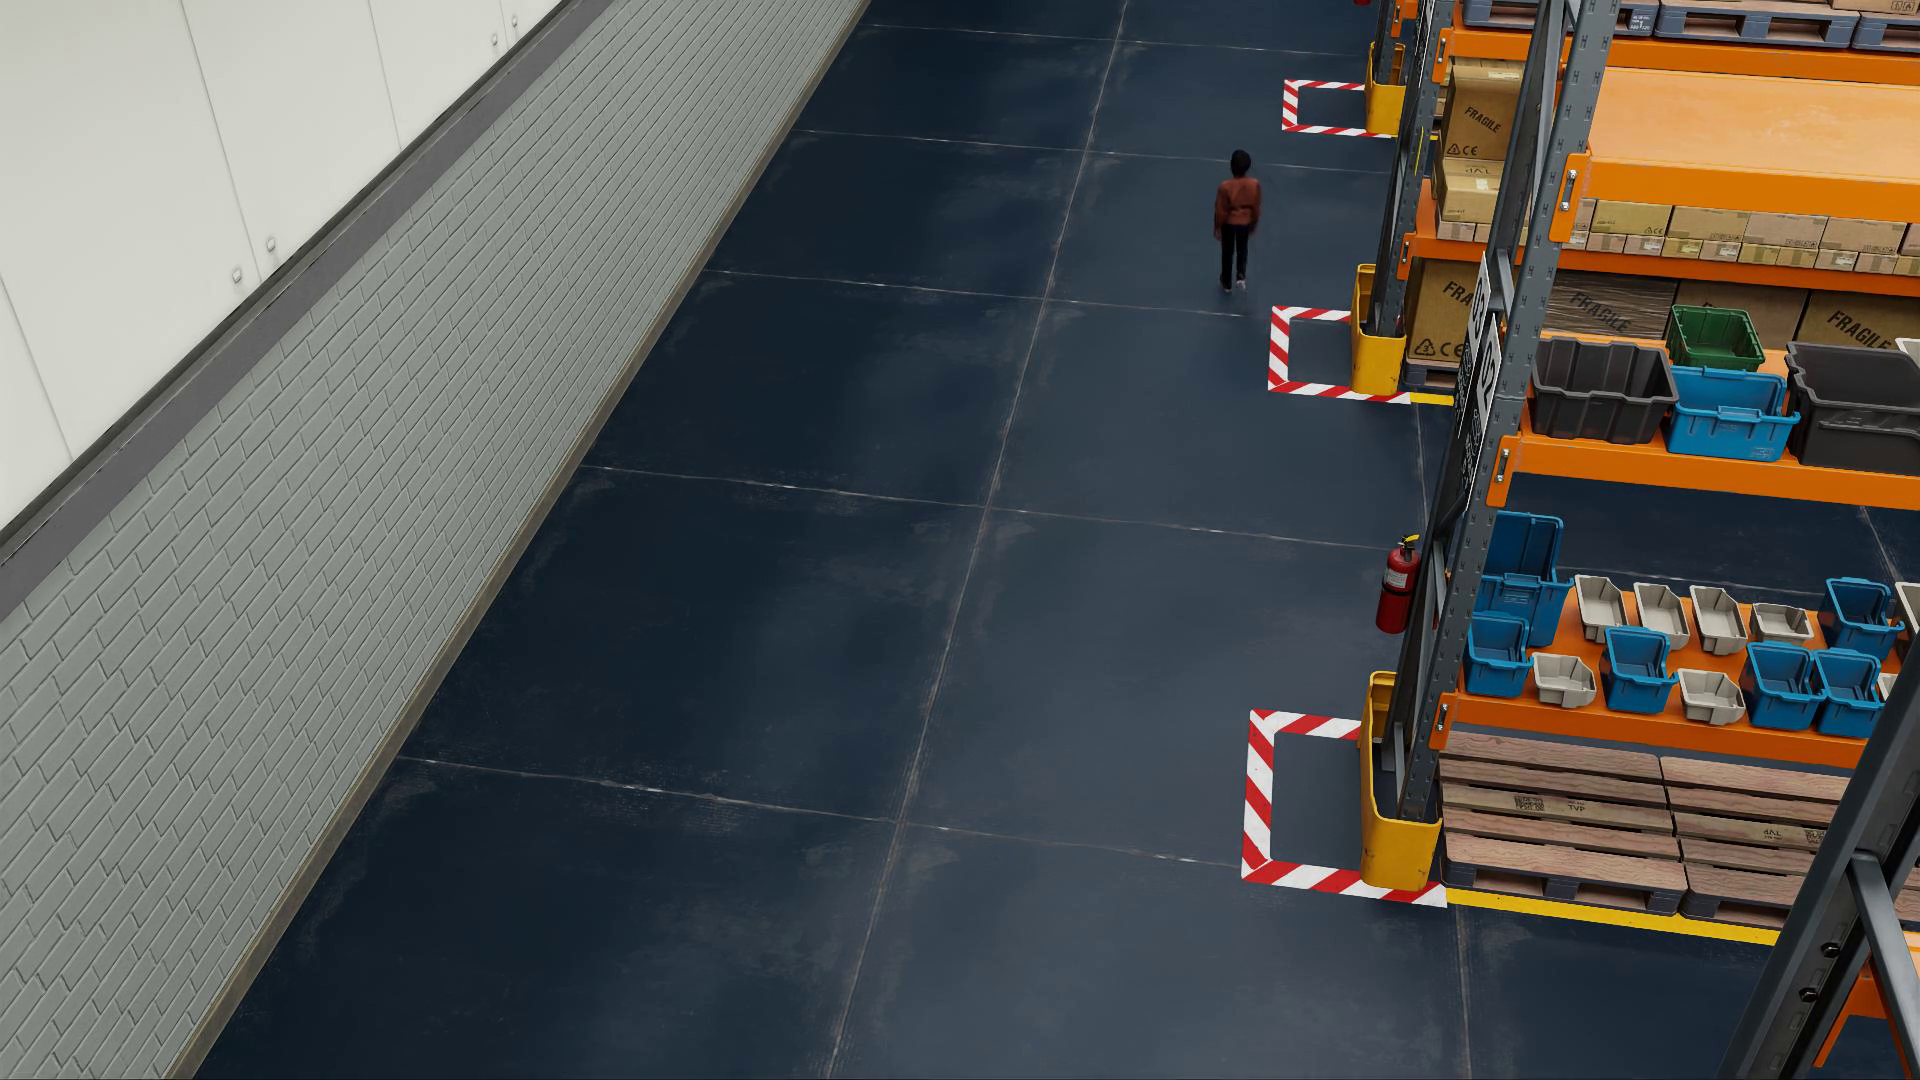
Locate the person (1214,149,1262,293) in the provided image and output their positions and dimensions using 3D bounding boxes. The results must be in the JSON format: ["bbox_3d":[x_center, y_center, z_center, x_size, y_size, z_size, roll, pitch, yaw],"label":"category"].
[{"bbox_3d":[2.273,-2.569,13.586,0.650,1.249,0.690,-4,37,-6],"label":"person"}]
